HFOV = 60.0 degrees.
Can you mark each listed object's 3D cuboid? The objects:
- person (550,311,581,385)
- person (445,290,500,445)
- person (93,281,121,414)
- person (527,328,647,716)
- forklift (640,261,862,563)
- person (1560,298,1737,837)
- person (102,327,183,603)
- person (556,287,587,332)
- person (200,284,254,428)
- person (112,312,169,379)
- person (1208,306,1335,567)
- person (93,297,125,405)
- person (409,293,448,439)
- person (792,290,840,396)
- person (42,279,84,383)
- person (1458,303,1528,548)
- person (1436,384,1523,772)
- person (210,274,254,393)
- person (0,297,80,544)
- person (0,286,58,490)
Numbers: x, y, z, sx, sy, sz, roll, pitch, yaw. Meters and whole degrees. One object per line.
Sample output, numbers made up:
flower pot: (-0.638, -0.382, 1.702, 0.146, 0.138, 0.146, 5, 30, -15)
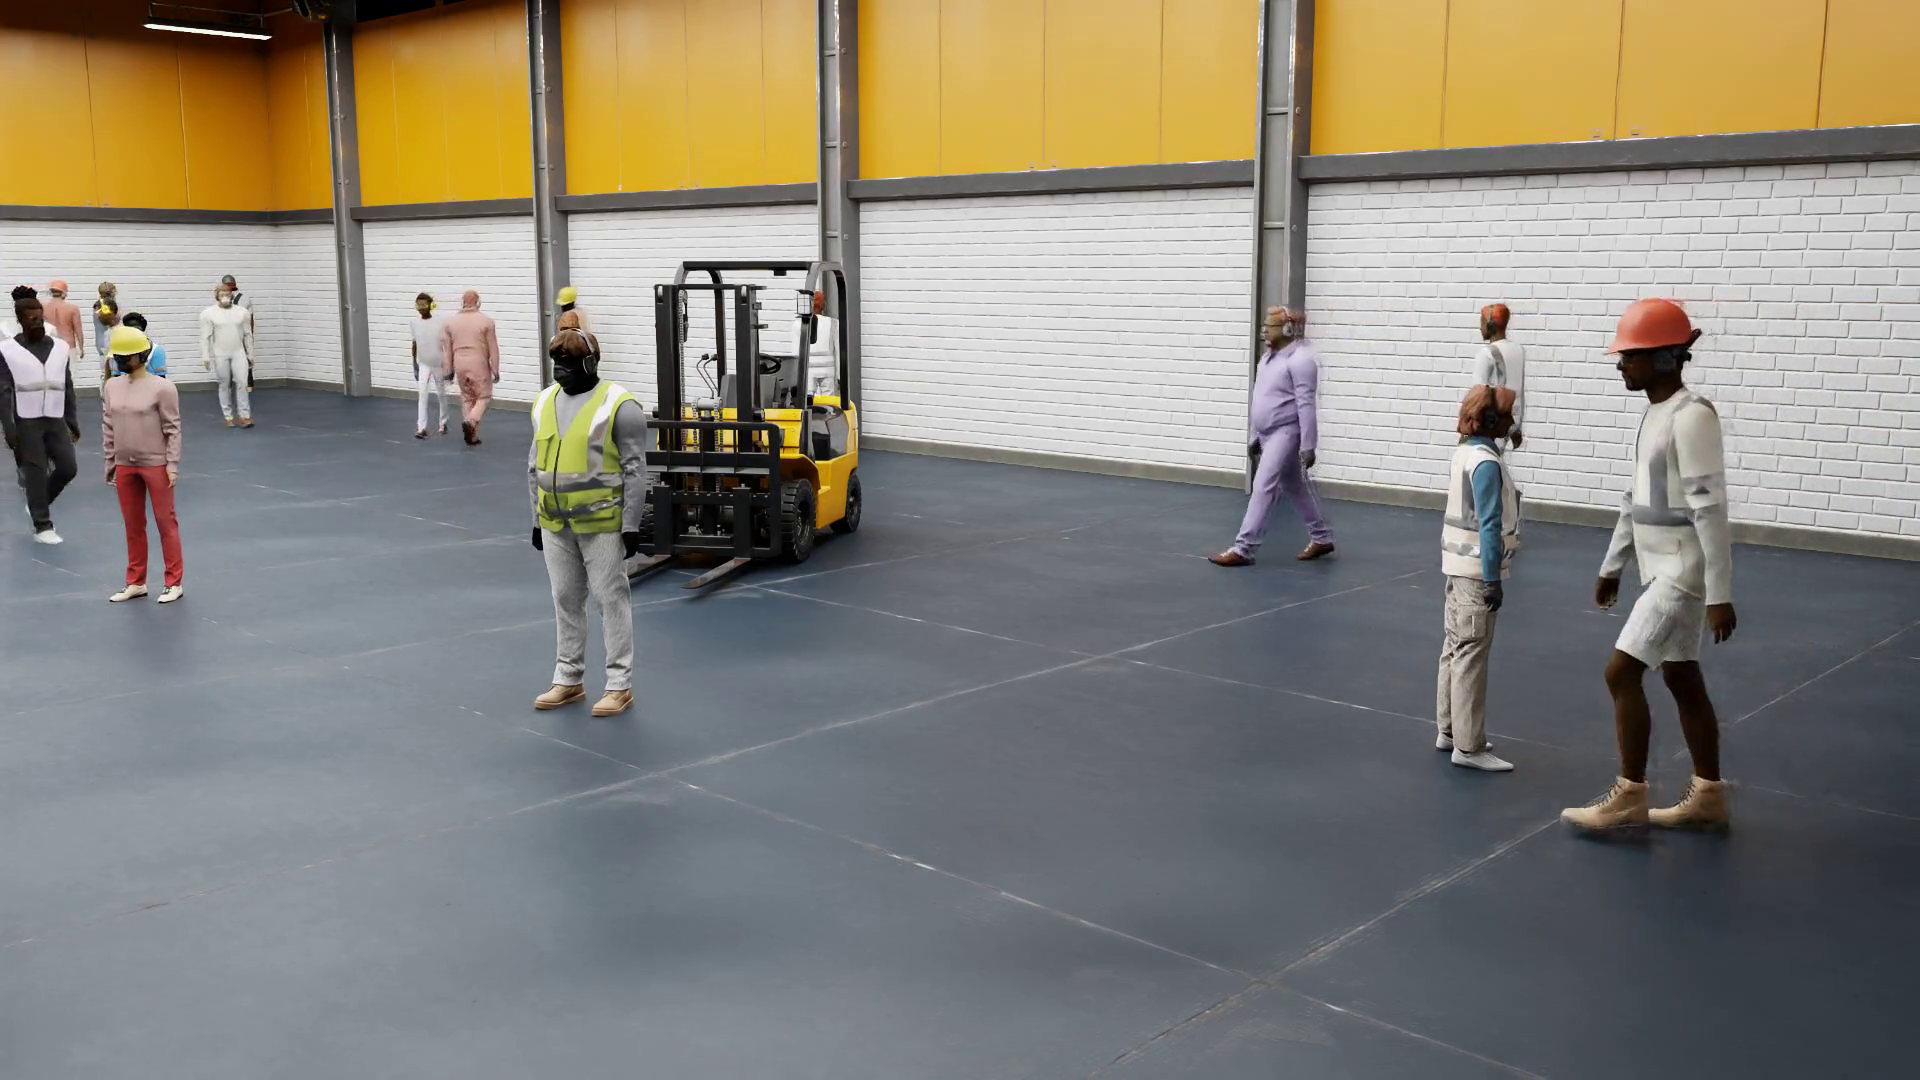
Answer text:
person: (-4.530, -1.857, 19.438, 0.501, 1.633, 0.283, -5, 11, -29)
person: (-5.838, -2.036, 19.814, 0.690, 1.876, 0.618, 2, 9, 11)
person: (-12.211, -2.737, 23.910, 0.630, 1.940, 0.372, 9, 13, 43)
person: (-1.794, -0.081, 7.918, 0.634, 1.841, 0.429, 4, 10, 24)
forklift: (-1.552, -1.040, 12.721, 1.214, 2.155, 2.313, 2, 9, 11)
person: (2.548, 0.125, 6.143, 0.796, 2.007, 0.686, 2, 9, 10)
person: (-5.198, -0.469, 10.556, 0.523, 1.760, 0.328, 2, 9, 10)
person: (-5.231, -2.492, 22.613, 0.370, 1.878, 0.683, 0, 9, 0)
person: (-9.656, -2.412, 21.995, 0.663, 1.901, 0.915, -6, 11, -32)
person: (-8.049, -1.383, 16.331, 0.541, 1.698, 0.315, 0, 9, 2)
person: (2.291, -0.741, 11.921, 1.019, 1.859, 0.658, -2, 10, -13)
person: (-8.631, -1.590, 17.243, 0.652, 1.832, 0.333, 5, 10, 26)
person: (-6.672, -2.202, 21.006, 0.540, 1.818, 0.975, 0, 9, -2)
person: (-1.584, -1.830, 18.515, 0.579, 1.881, 0.342, -2, 10, -13)
person: (-13.473, -2.916, 24.914, 0.624, 1.974, 0.655, -1, 9, -7)
person: (4.058, -0.876, 12.765, 0.607, 1.873, 0.648, -8, 13, -42)
person: (2.208, 0.154, 7.102, 0.308, 1.638, 0.511, 1, 9, 3)
person: (-12.486, -3.544, 28.544, 0.676, 2.000, 0.536, -5, 11, -30)
person: (-7.133, -0.916, 12.847, 0.476, 1.902, 0.612, 5, 11, 29)
person: (-8.970, -1.468, 16.105, 0.490, 1.962, 0.648, 7, 11, 35)
